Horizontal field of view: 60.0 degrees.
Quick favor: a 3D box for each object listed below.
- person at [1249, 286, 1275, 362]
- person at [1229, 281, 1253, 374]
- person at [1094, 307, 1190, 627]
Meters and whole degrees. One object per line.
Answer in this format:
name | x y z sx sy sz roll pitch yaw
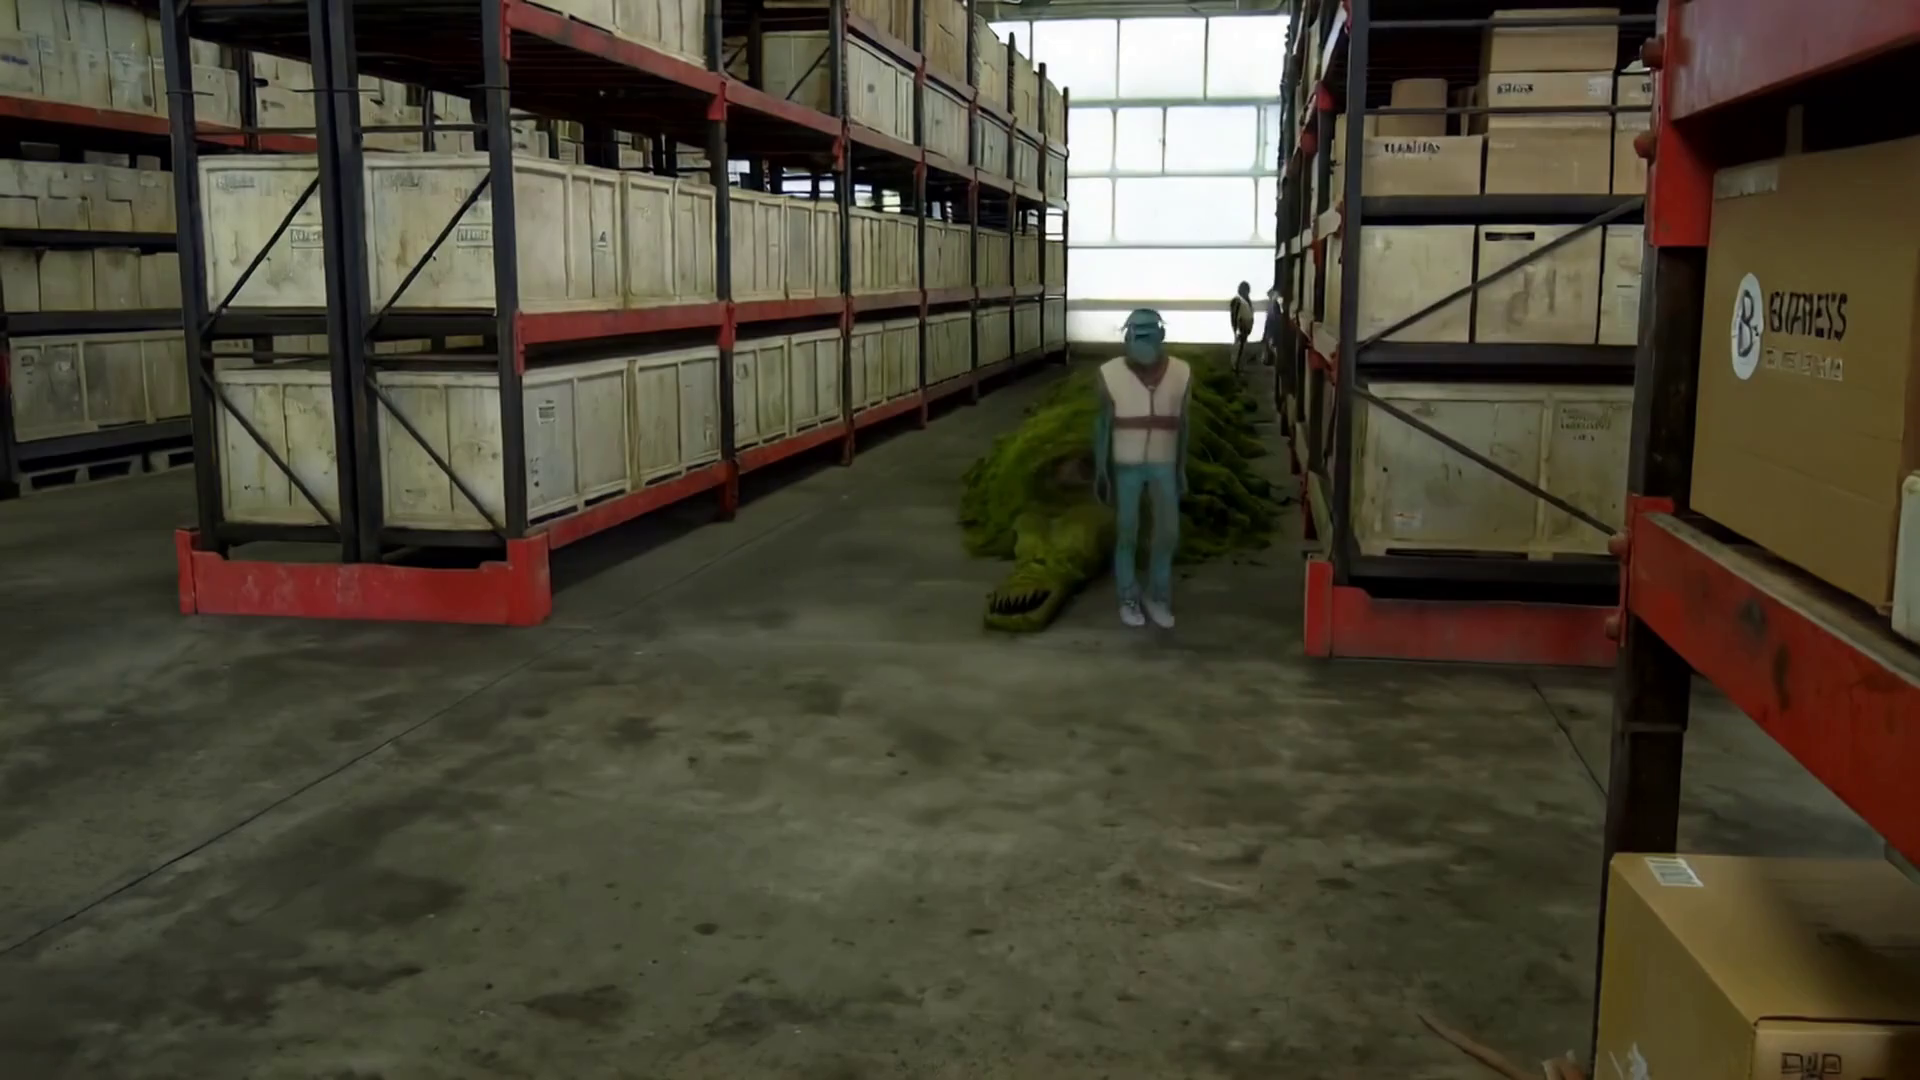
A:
person | 6.912 -4.833 37.294 0.865 1.705 0.489 1 9 8
person | 5.605 -4.213 33.058 0.430 1.839 0.619 8 12 40
person | 1.043 -0.400 9.418 0.591 1.822 0.586 -2 9 -12
